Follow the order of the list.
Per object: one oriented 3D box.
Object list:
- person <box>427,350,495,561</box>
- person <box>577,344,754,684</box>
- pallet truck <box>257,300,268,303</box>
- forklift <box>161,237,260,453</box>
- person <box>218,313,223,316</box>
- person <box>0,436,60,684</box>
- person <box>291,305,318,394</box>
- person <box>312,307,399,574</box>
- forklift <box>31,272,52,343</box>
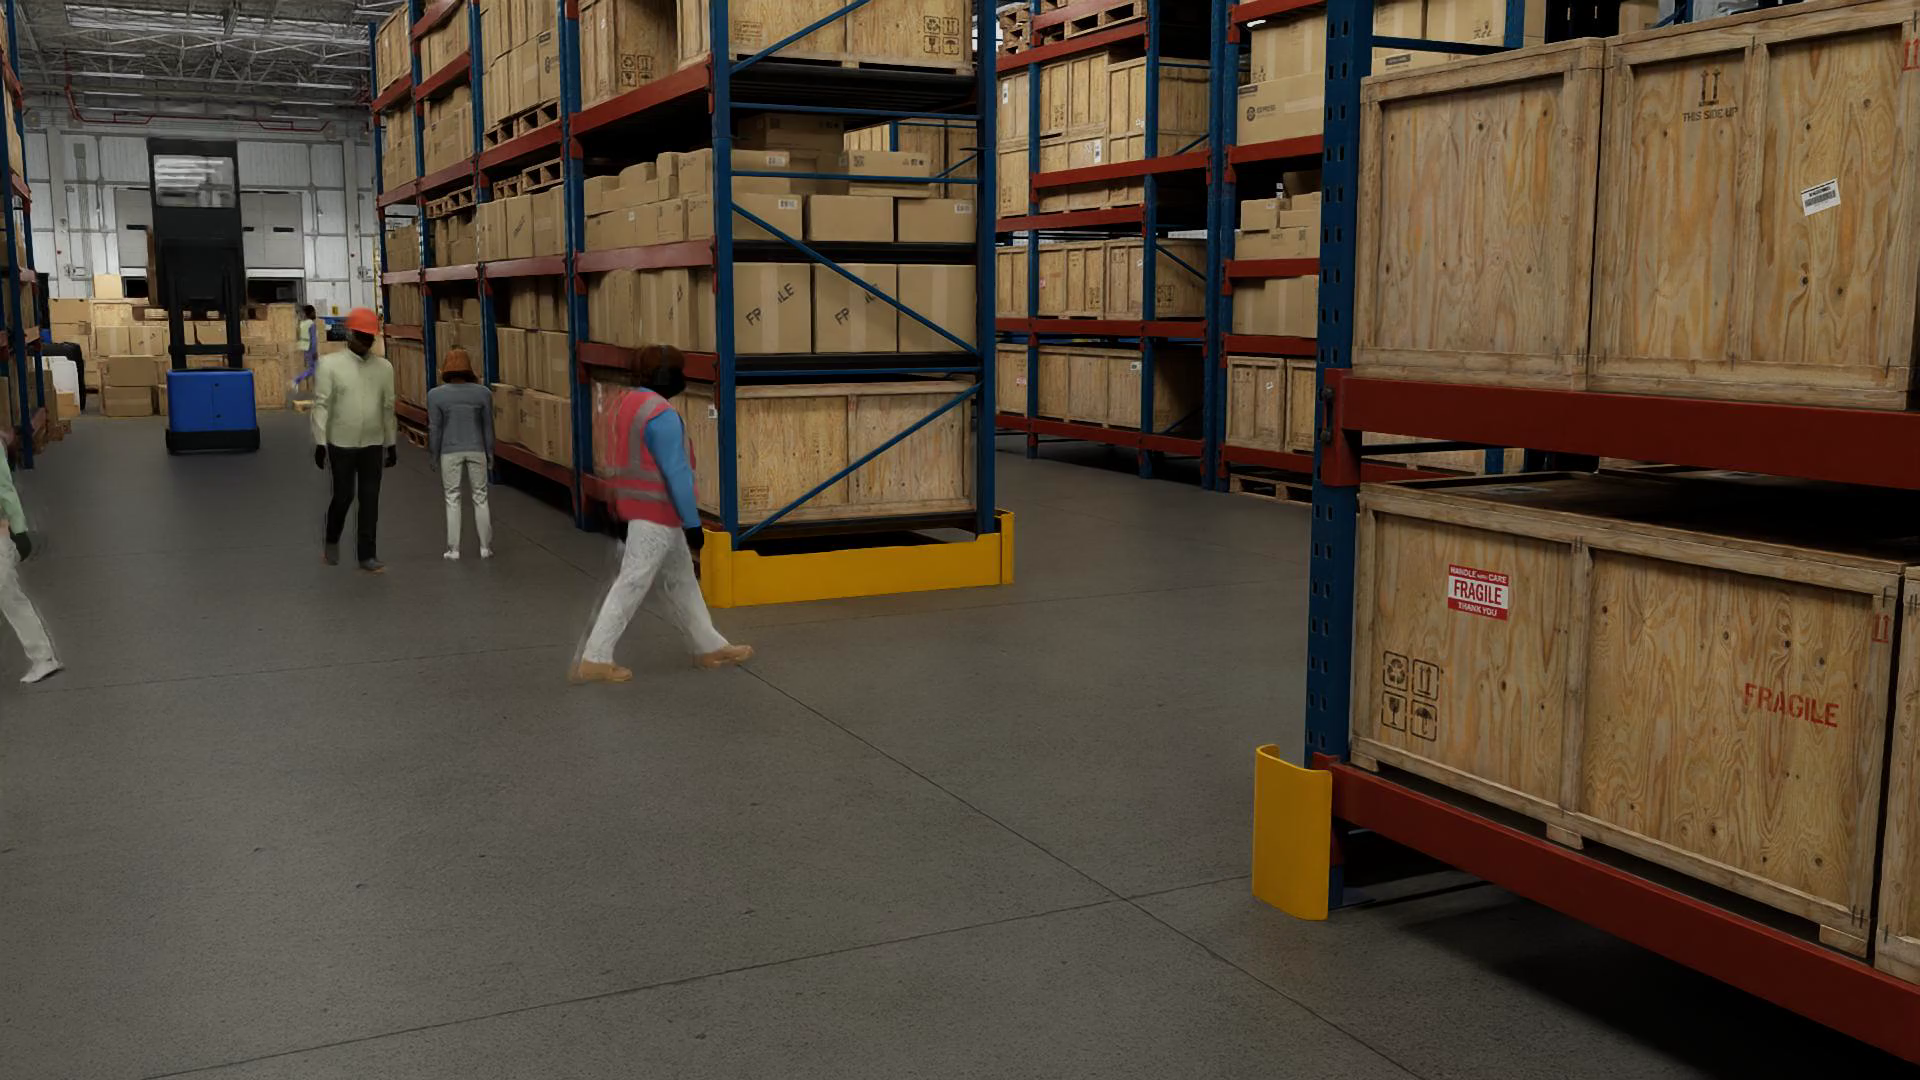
[{"bbox_3d":[-3.849,-0.652,12.864,0.498,1.633,0.285,-4,9,-24],"label":"person"},{"bbox_3d":[-1.598,-0.139,8.812,1.000,1.791,0.637,-4,9,-24],"label":"person"},{"bbox_3d":[-23.913,-7.404,58.171,1.885,1.965,0.823,-1,8,-9],"label":"pallet truck"},{"bbox_3d":[-10.037,-2.619,22.145,1.129,2.768,1.873,-4,9,-26],"label":"forklift"},{"bbox_3d":[-23.511,-6.467,52.939,0.306,1.639,0.522,-5,10,-30],"label":"person"},{"bbox_3d":[-5.040,-0.015,8.560,0.582,1.593,0.744,5,10,33],"label":"person"},{"bbox_3d":[-13.808,-4.021,35.202,0.754,1.900,0.595,-7,11,-40],"label":"person"},{"bbox_3d":[-4.491,-0.739,12.329,0.602,1.972,0.644,8,12,44],"label":"person"},{"bbox_3d":[-27.991,-6.737,50.544,1.873,2.768,1.129,1,8,5],"label":"forklift"}]
